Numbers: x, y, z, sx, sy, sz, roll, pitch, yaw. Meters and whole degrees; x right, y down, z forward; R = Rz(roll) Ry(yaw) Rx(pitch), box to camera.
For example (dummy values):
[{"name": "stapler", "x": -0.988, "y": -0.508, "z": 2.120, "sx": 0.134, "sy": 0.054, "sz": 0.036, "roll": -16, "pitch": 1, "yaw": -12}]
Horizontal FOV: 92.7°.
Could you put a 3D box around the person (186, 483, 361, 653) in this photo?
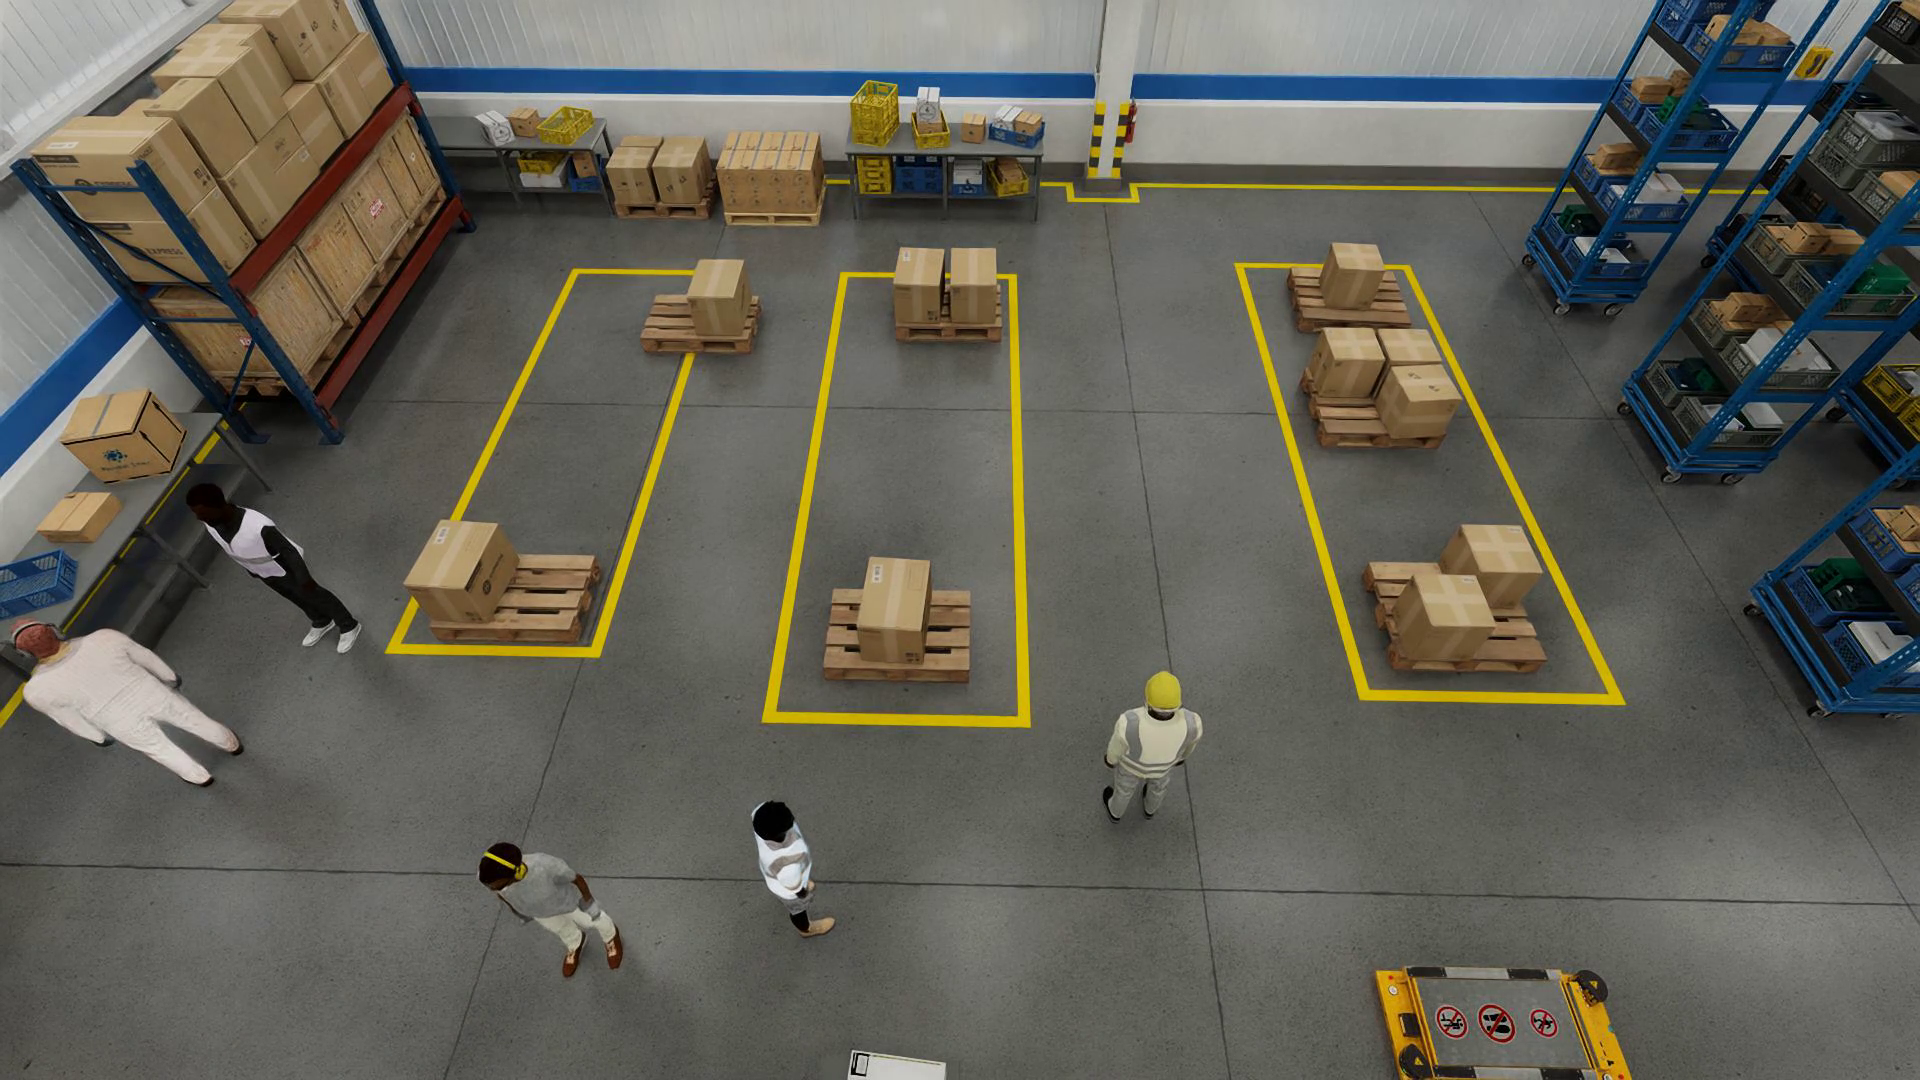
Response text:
[{"name": "person", "x": -5.393, "y": 0.215, "z": 7.237, "sx": 0.587, "sy": 1.920, "sz": 0.392, "roll": 11, "pitch": 52, "yaw": 9}]

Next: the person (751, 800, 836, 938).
[{"name": "person", "x": -1.095, "y": 2.090, "z": 5.849, "sx": 0.322, "sy": 1.697, "sz": 0.535, "roll": -23, "pitch": 55, "yaw": -18}]

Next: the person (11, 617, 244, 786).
[{"name": "person", "x": -5.889, "y": 1.147, "z": 6.486, "sx": 0.403, "sy": 1.906, "sz": 0.651, "roll": 21, "pitch": 54, "yaw": 16}]

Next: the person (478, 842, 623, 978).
[{"name": "person", "x": -2.483, "y": 2.252, "z": 5.612, "sx": 0.513, "sy": 1.866, "sz": 0.331, "roll": -5, "pitch": 51, "yaw": -4}]

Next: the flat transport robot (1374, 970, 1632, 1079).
[{"name": "flat transport robot", "x": 3.501, "y": 3.133, "z": 5.914, "sx": 1.431, "sy": 0.197, "sz": 0.652, "roll": 1, "pitch": 51, "yaw": 1}]

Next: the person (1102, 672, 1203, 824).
[{"name": "person", "x": 1.281, "y": 1.458, "z": 6.285, "sx": 0.586, "sy": 1.825, "sz": 0.403, "roll": -3, "pitch": 51, "yaw": -2}]
